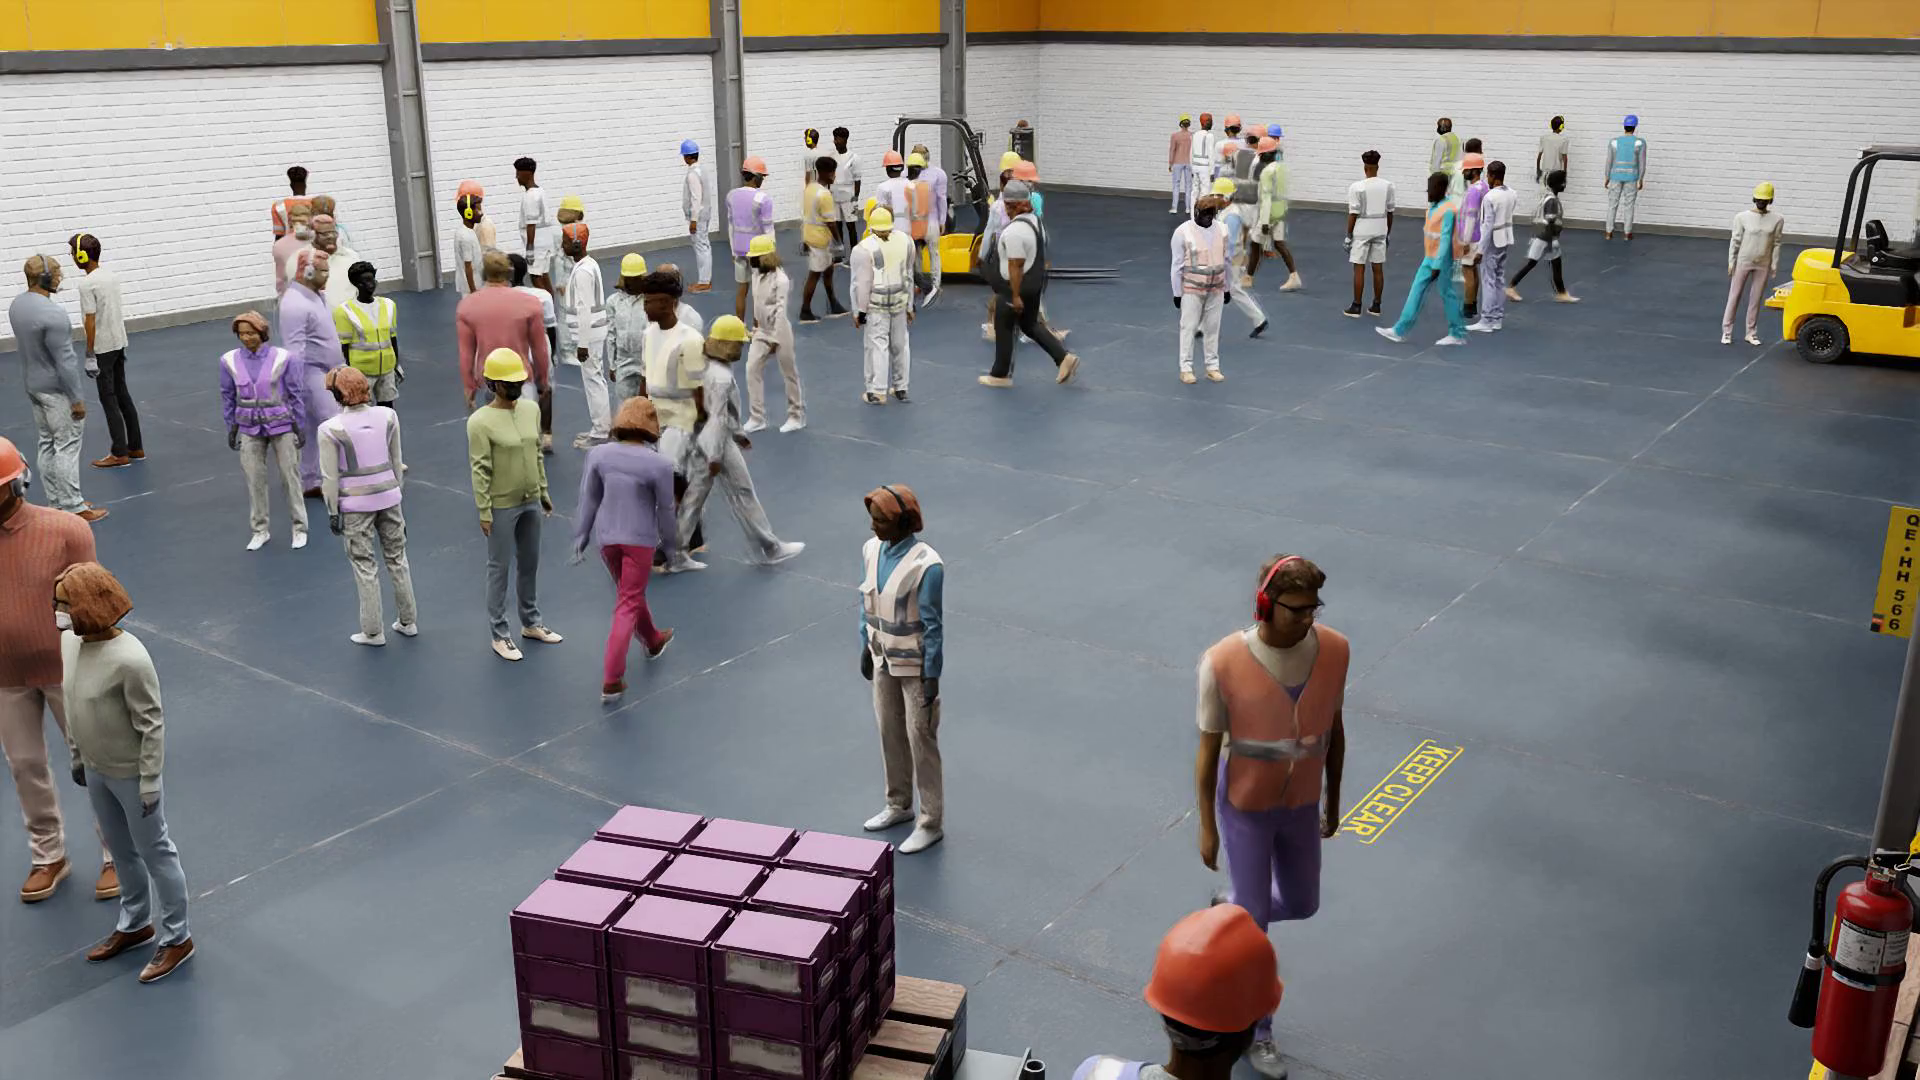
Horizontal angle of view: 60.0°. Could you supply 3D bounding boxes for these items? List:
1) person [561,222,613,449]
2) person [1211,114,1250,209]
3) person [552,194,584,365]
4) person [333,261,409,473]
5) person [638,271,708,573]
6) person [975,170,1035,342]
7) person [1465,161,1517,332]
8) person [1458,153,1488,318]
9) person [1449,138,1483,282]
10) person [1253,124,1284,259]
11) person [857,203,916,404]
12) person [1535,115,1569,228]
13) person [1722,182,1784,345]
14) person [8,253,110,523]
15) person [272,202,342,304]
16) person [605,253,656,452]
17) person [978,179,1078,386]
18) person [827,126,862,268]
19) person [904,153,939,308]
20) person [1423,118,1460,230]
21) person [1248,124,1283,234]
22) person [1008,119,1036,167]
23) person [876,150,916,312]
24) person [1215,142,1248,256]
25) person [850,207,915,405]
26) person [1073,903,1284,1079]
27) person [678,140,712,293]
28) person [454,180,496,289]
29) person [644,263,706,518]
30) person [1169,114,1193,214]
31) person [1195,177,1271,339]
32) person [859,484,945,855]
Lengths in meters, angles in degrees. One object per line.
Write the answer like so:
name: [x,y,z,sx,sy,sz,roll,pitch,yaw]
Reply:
person: [-3.096,-1.692,13.824,0.351,1.878,0.568,-3,18,-10]
person: [4.045,-5.334,24.939,0.607,2.044,0.374,-7,19,-22]
person: [-3.996,-2.694,17.180,0.339,1.745,0.491,6,19,19]
person: [-4.584,-1.328,12.964,0.321,1.697,0.535,14,23,38]
person: [-1.983,-0.749,10.781,0.784,1.922,0.647,-14,23,-38]
person: [0.561,-3.150,18.411,1.027,1.862,0.588,16,24,41]
person: [6.053,-3.321,18.851,0.391,1.913,0.588,17,24,42]
person: [6.030,-3.602,19.707,0.387,1.930,0.545,9,20,25]
person: [6.823,-4.387,22.236,0.621,1.874,0.633,0,18,-1]
person: [4.530,-5.119,24.439,0.415,1.939,0.605,-6,19,-18]
person: [-0.705,-2.186,15.415,0.623,1.845,0.430,-14,22,-37]
person: [9.763,-6.044,27.438,0.538,1.869,0.312,15,23,39]
person: [8.628,-2.997,18.079,0.527,1.765,0.329,2,18,8]
person: [-6.384,-1.050,11.726,0.636,1.931,0.377,13,22,35]
person: [-5.746,-2.034,14.802,0.643,1.923,0.422,-2,18,-7]
person: [-2.523,-1.375,13.040,0.486,1.744,0.298,-1,18,-3]
person: [0.656,-2.469,15.978,0.885,2.000,0.691,8,19,23]
person: [-1.660,-4.849,23.544,0.606,1.966,0.367,12,22,34]
person: [-0.573,-3.715,20.141,0.660,1.896,0.611,9,20,25]
person: [7.951,-6.026,27.445,0.430,1.836,0.626,15,23,39]
person: [4.956,-5.843,26.991,0.525,1.759,0.337,5,19,17]
person: [1.158,-6.983,30.810,0.500,1.606,0.801,3,18,10]
person: [-0.776,-3.699,20.015,0.547,1.929,0.387,-9,20,-26]
person: [3.973,-4.859,23.991,0.552,1.716,0.757,-12,21,-34]
person: [-0.709,-2.156,15.362,0.605,1.818,0.403,-6,19,-17]
person: [0.465,1.621,3.373,0.544,1.931,0.383,13,22,36]
person: [-3.398,-4.165,21.444,0.408,1.940,0.606,0,18,1]
person: [-4.810,-2.622,16.646,0.381,1.934,0.548,-13,22,-35]
person: [-2.043,-1.048,11.850,0.507,1.846,0.344,10,20,27]
person: [3.993,-6.728,29.767,0.530,1.754,0.342,-3,18,-8]
person: [3.012,-3.095,18.350,0.906,1.791,0.609,-2,18,-6]
person: [-0.248,0.540,7.229,0.318,1.630,0.529,-15,23,-38]
